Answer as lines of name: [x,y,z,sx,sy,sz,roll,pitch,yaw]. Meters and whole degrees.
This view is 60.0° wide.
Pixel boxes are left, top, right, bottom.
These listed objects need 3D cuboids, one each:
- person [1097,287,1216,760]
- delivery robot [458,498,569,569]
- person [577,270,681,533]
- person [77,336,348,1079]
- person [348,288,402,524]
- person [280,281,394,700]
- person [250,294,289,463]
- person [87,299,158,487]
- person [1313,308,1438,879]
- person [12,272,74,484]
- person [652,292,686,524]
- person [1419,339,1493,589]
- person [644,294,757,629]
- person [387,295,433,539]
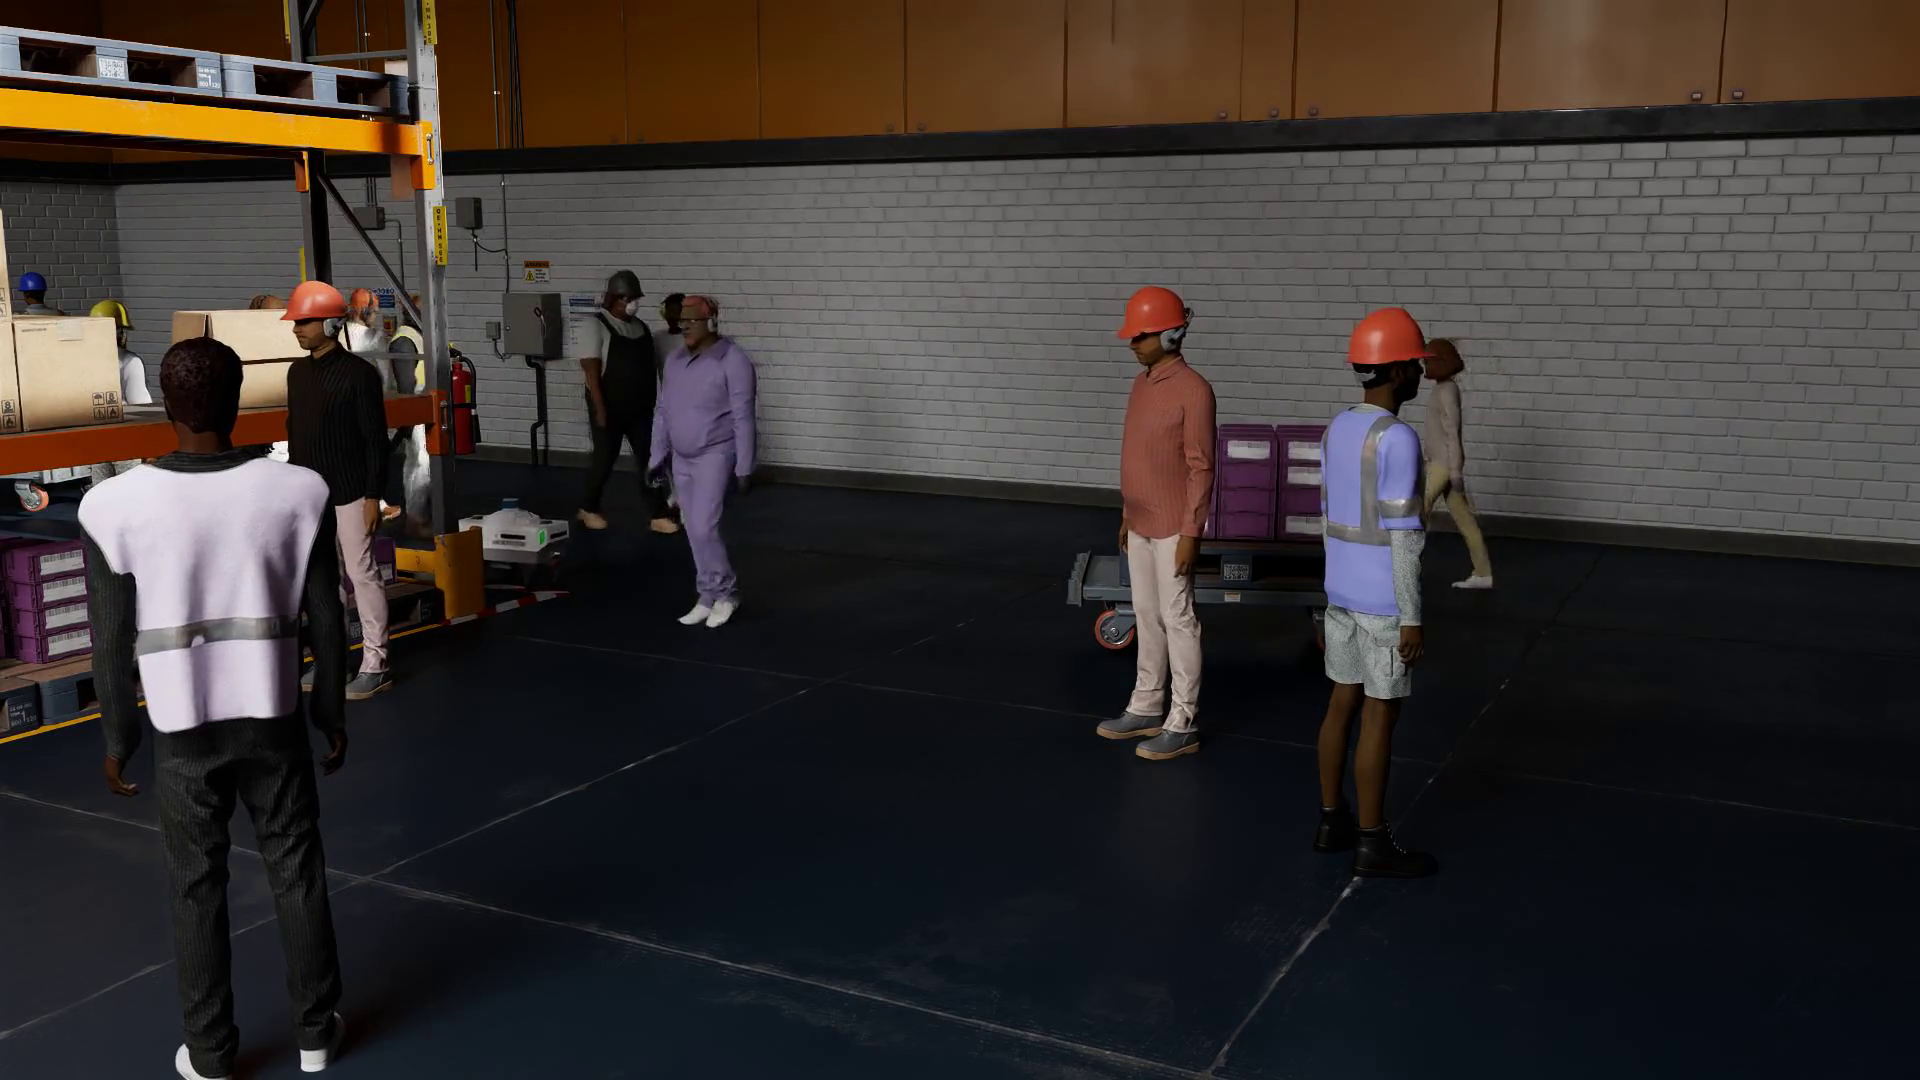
person: [0.838,-0.071,7.048,0.393,1.985,0.611,-4,11,-22]
delivery robot: [-2.864,-0.024,10.642,0.707,0.478,0.477,4,10,20]
person: [-2.578,-1.073,12.689,0.867,2.000,0.682,9,13,42]
person: [-1.852,0.453,4.208,0.590,1.918,0.389,-5,11,-27]
person: [-4.505,-0.992,12.764,0.575,1.849,0.863,5,11,27]
person: [-2.995,-0.232,7.946,0.616,1.993,0.395,6,11,30]
person: [-4.731,-0.775,11.548,0.430,1.840,0.626,0,10,-2]
person: [-5.434,-0.634,10.760,0.587,1.828,0.404,3,10,16]
person: [1.433,0.183,5.701,0.354,1.942,0.545,-3,10,-16]
person: [-8.482,-1.493,15.386,0.391,1.946,0.615,4,11,24]
person: [-2.219,-1.064,13.284,0.569,1.834,0.708,2,10,9]
person: [2.990,-0.466,10.487,0.861,1.586,0.504,3,10,15]
person: [-1.491,-0.437,9.439,0.654,1.892,0.484,8,13,39]
person: [-4.026,-0.911,12.403,0.433,1.817,0.715,0,10,-1]
